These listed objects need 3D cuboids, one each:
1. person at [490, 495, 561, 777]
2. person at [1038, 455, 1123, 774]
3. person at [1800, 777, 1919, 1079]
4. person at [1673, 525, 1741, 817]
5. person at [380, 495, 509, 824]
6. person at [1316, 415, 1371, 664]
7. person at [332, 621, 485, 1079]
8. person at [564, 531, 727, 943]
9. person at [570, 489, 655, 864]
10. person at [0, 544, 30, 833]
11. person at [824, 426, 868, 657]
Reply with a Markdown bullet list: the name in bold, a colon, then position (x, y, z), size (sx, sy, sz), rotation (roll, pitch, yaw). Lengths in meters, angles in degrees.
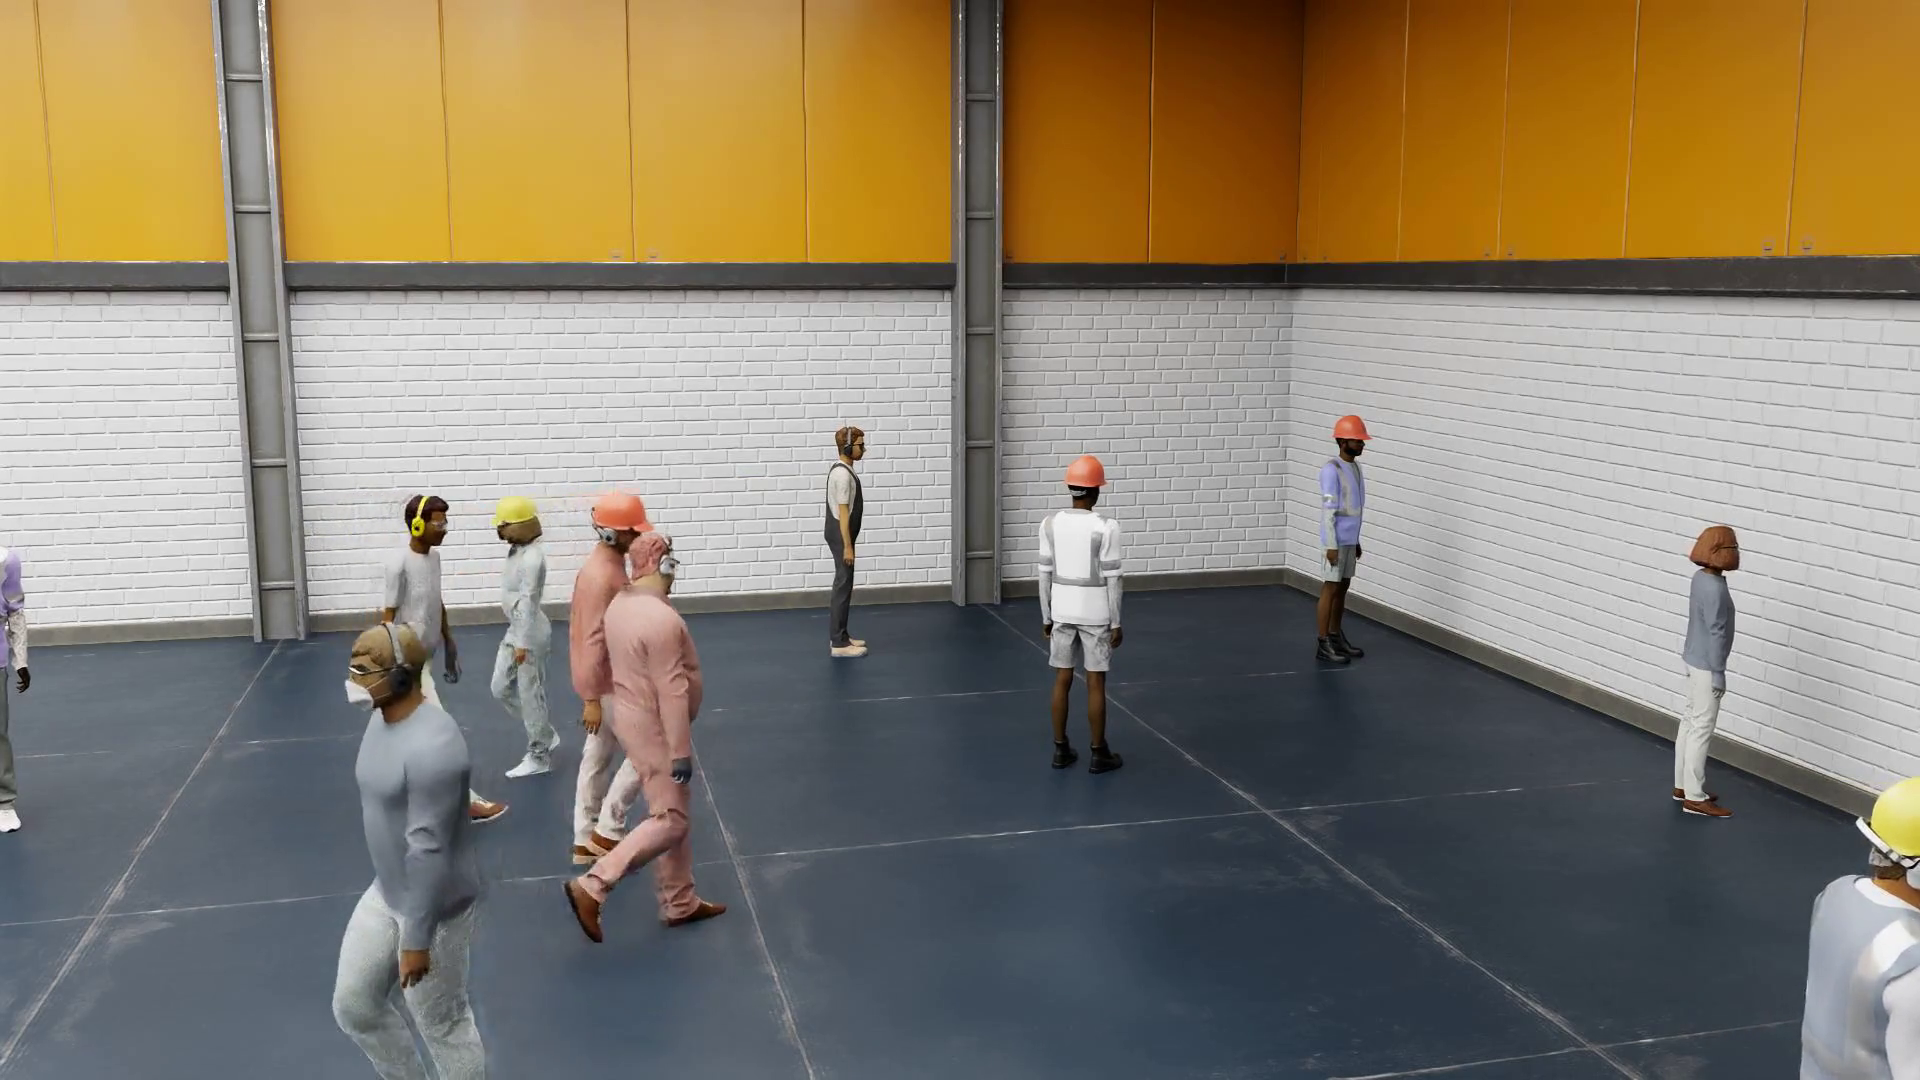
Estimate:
- **person**: position (-2.643, 0.584, 10.003), size (0.352, 1.720, 0.484), rotation (-6, 11, -31)
- **person**: position (0.748, 0.452, 10.140), size (0.543, 1.939, 0.370), rotation (5, 10, 29)
- **person**: position (2.306, 1.469, 4.124), size (0.404, 1.829, 0.600), rotation (1, 9, 7)
- **person**: position (4.219, 0.727, 9.377), size (0.269, 1.632, 0.505), rotation (2, 9, 12)
- **person**: position (-2.876, 0.667, 9.155), size (0.921, 1.821, 0.546), rotation (1, 9, 7)
- **person**: position (3.015, -0.013, 13.038), size (0.369, 1.939, 0.542), rotation (7, 11, 37)
- **person**: position (-1.818, 1.215, 5.448), size (0.530, 1.921, 0.633), rotation (-7, 12, -39)
- **person**: position (-1.455, 0.896, 7.594), size (0.717, 1.871, 0.661), rotation (-5, 10, -28)
- **person**: position (-1.761, 0.712, 8.408), size (0.532, 1.964, 0.734), rotation (-1, 9, -8)
- **person**: position (-5.335, 0.650, 8.936), size (0.593, 1.925, 0.384), rotation (-5, 10, -27)
- **person**: position (-0.905, 0.012, 13.219), size (0.341, 1.839, 0.501), rotation (0, 9, -1)
